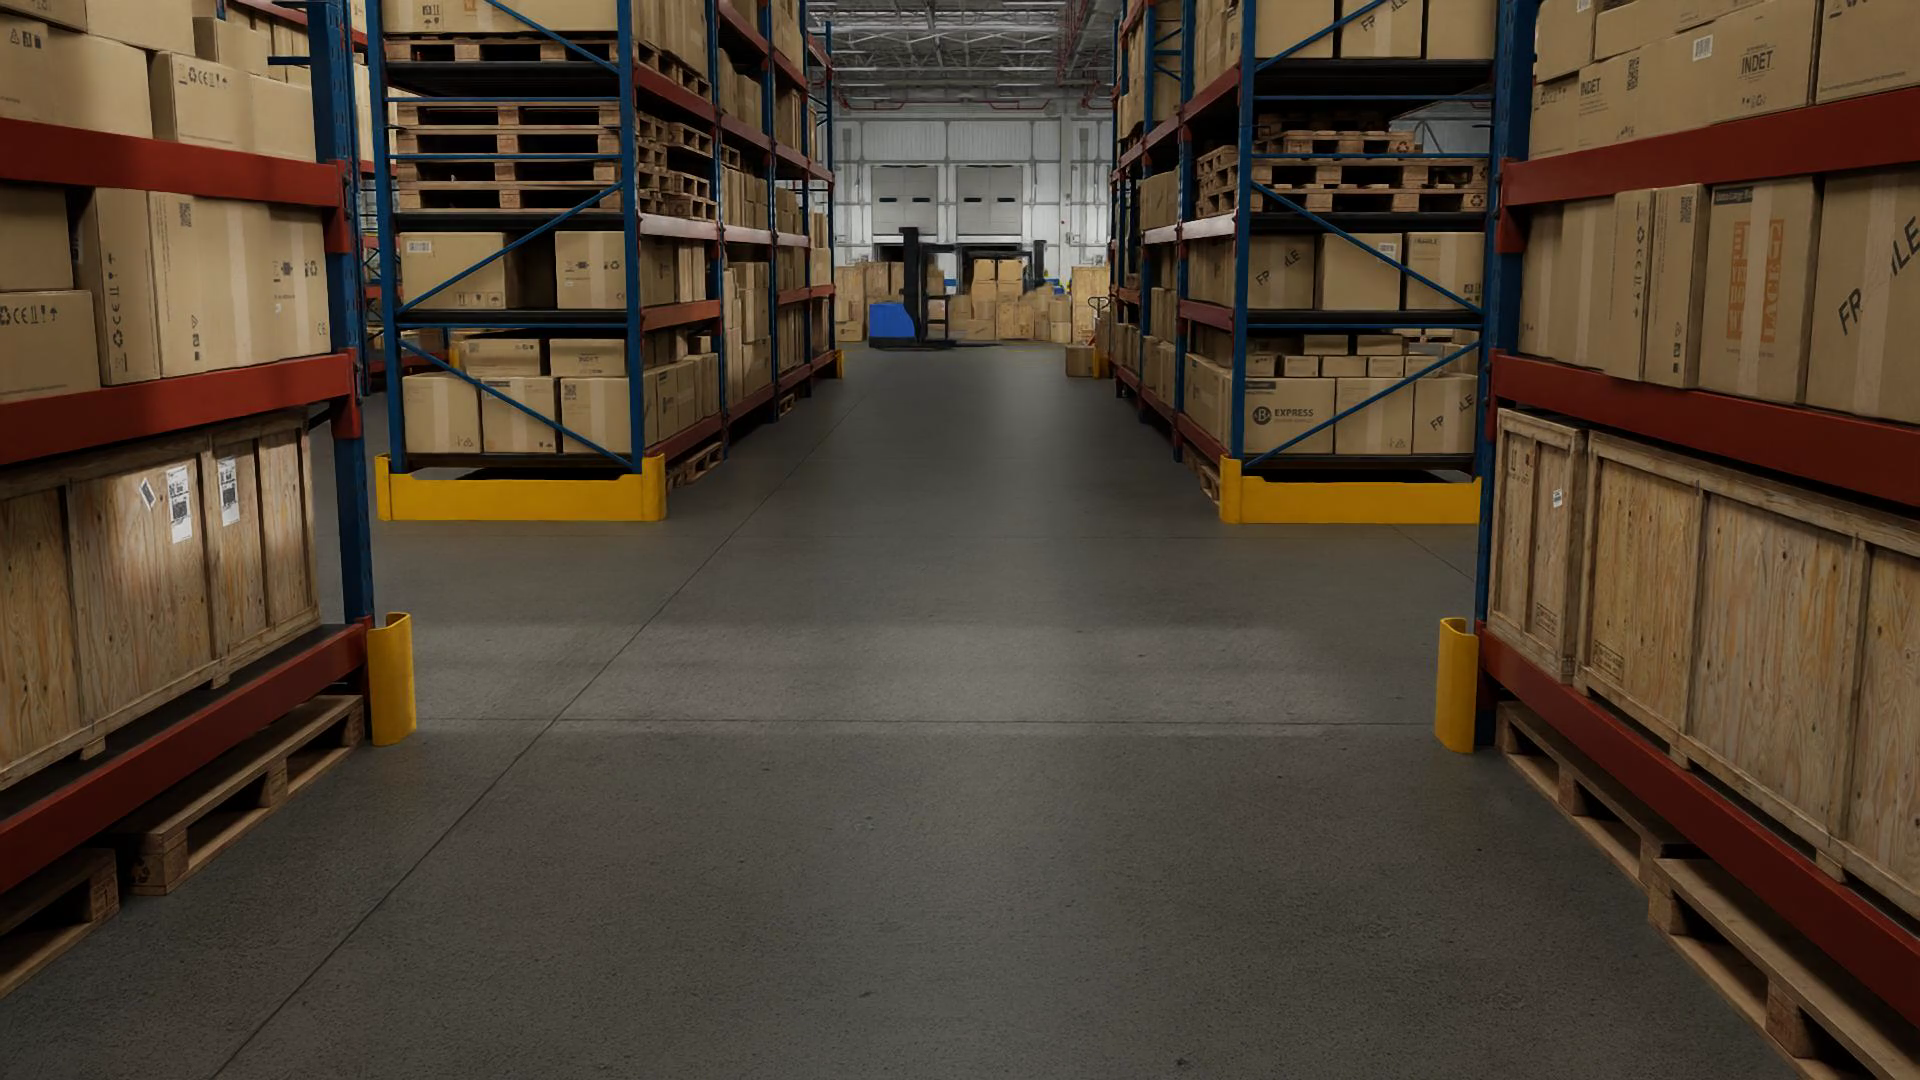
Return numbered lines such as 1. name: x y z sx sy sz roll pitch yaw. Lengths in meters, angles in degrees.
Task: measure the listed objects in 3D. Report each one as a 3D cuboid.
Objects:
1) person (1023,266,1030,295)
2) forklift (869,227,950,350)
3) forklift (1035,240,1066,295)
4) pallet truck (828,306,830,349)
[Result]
1. person: 2.144 -7.983 54.337 0.991 1.902 0.645 -2 10 -9
2. forklift: -1.149 -5.800 38.303 1.873 2.768 1.129 0 9 1
3. forklift: 2.884 -9.440 60.107 1.873 2.768 1.129 0 9 3
4. pallet truck: -3.100 -3.940 29.800 1.885 1.965 0.823 3 10 19
